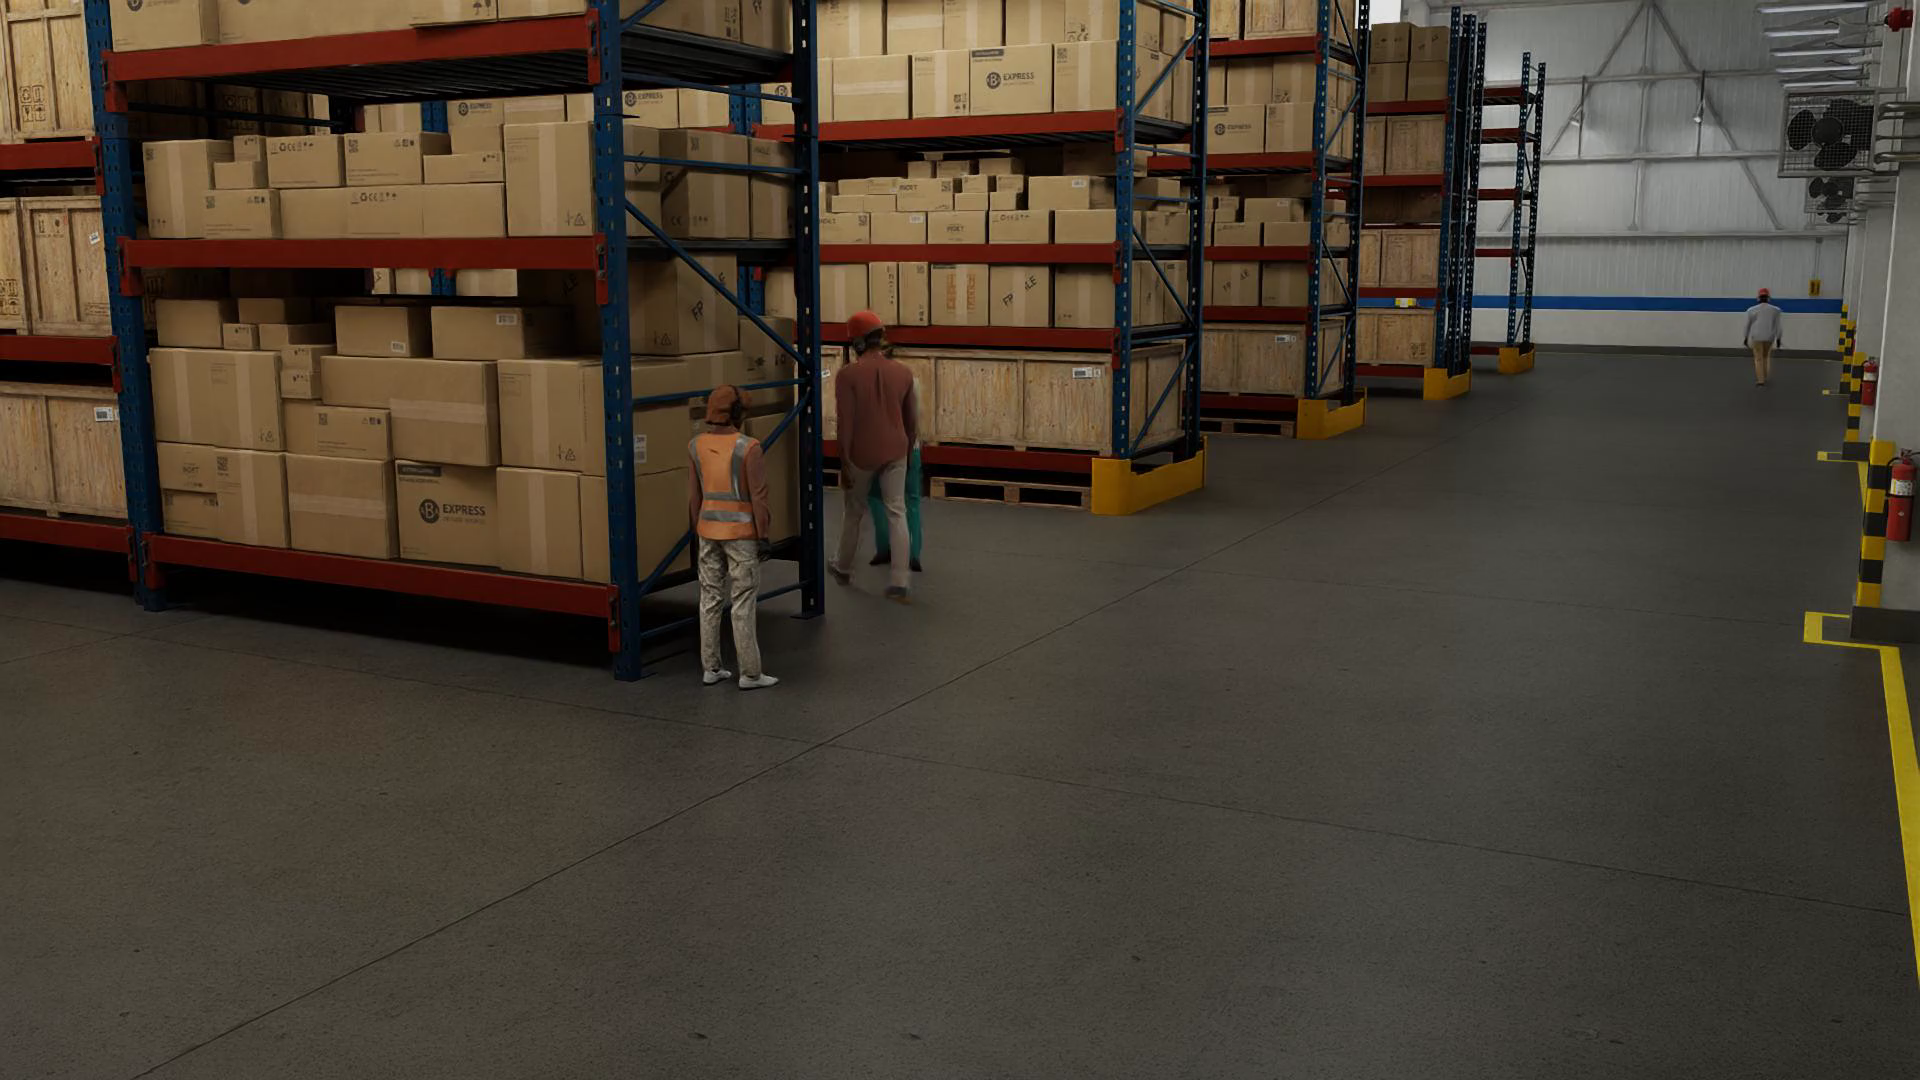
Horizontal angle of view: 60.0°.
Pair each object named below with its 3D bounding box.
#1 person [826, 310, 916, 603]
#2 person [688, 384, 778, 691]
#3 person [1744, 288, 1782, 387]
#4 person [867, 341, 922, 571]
[{"bbox_3d":[-0.598,-0.585,11.351,0.661,1.938,1.018,-5,11,-26],"label":"person"},{"bbox_3d":[-1.230,-0.011,8.899,0.514,1.639,0.310,6,11,30],"label":"person"},{"bbox_3d":[14.059,-3.553,29.209,0.565,1.712,0.795,1,10,7],"label":"person"},{"bbox_3d":[-0.530,-0.631,12.257,0.504,1.723,0.559,-4,10,-20],"label":"person"}]
